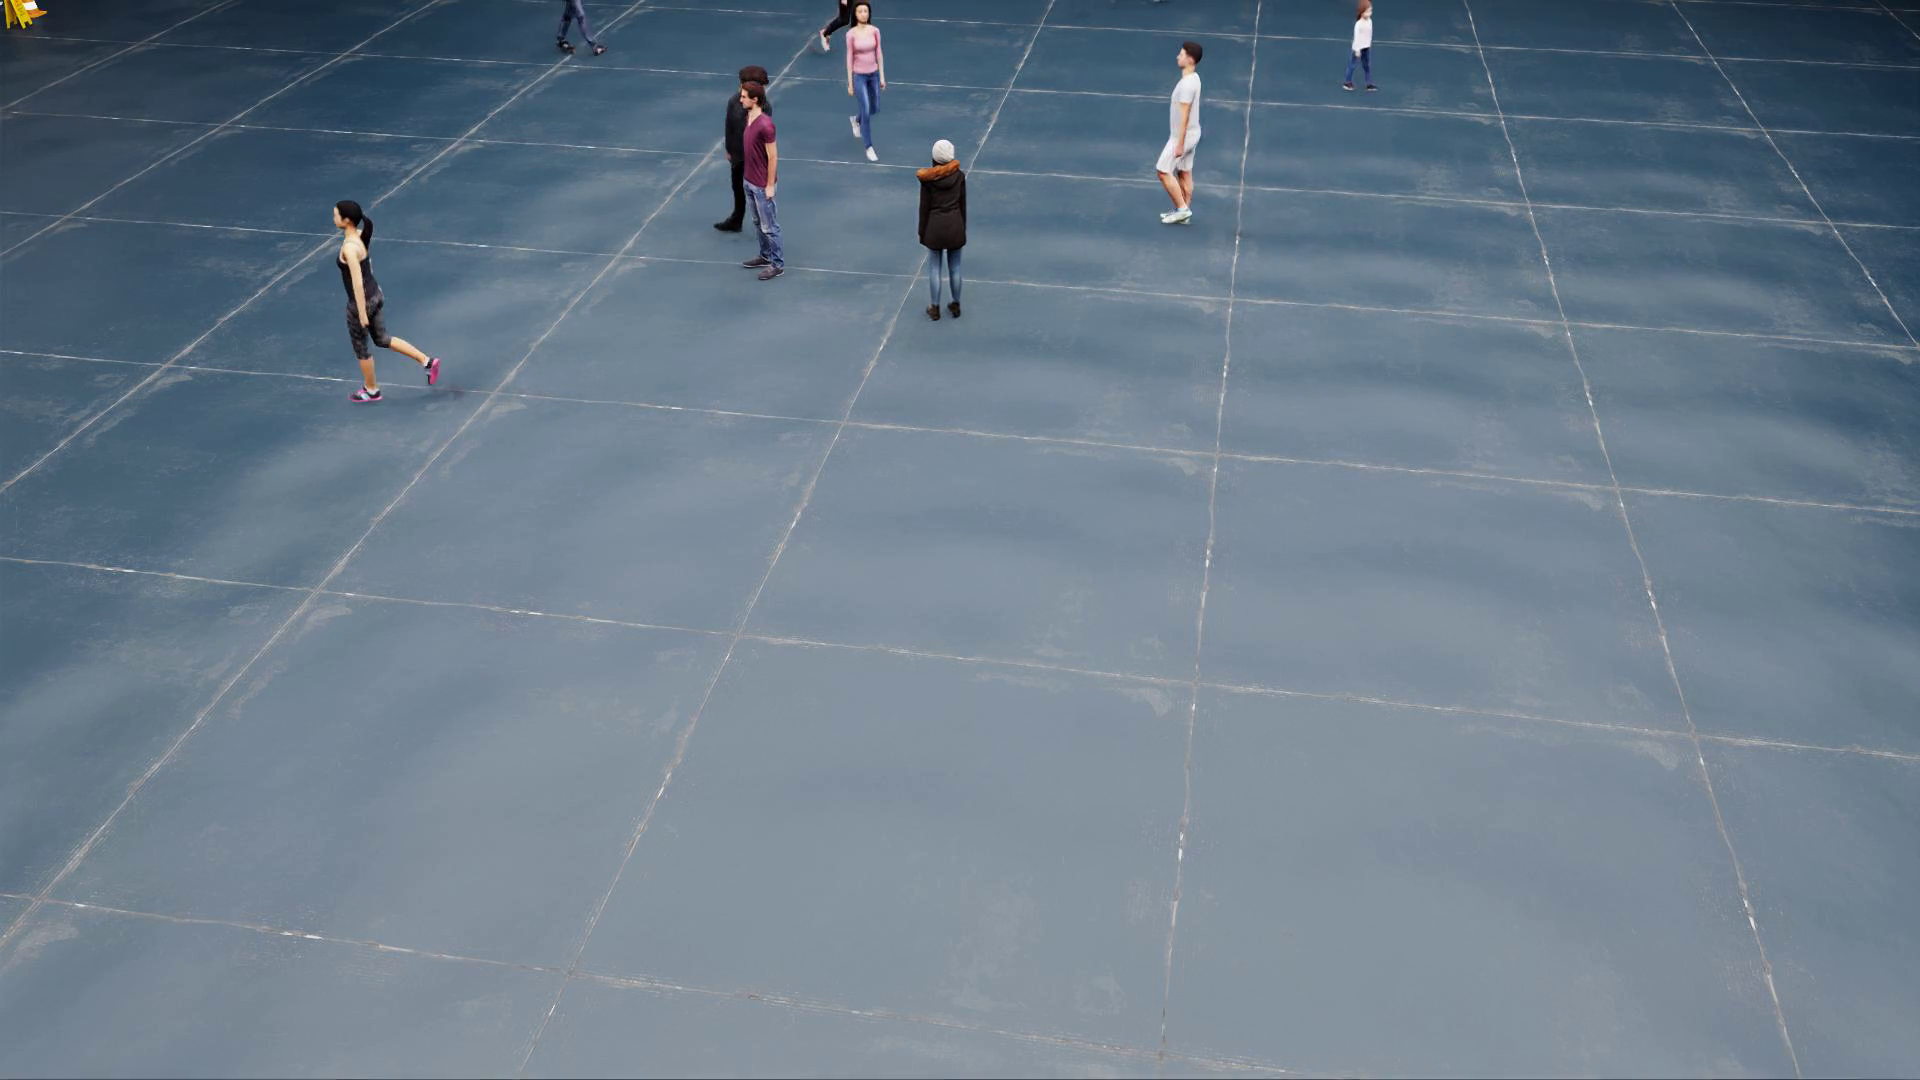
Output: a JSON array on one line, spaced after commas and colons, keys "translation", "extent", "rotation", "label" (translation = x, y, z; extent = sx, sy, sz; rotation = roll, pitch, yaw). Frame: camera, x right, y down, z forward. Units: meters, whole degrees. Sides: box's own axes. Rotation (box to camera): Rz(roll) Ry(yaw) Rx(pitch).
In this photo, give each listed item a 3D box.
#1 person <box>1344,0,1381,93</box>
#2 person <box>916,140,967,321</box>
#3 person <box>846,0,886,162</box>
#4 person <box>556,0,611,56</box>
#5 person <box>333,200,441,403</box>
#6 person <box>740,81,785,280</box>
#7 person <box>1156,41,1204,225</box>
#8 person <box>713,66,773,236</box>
[{"translation": [4.928, -6.125, 20.627], "extent": [0.700, 1.091, 0.773], "rotation": [-22, 38, -31], "label": "person"}, {"translation": [-0.136, -2.761, 14.786], "extent": [0.670, 1.634, 0.771], "rotation": [-8, 33, -12], "label": "person"}, {"translation": [-1.073, -5.150, 18.486], "extent": [0.994, 1.726, 0.990], "rotation": [-15, 35, -22], "label": "person"}, {"translation": [-5.157, -7.276, 21.770], "extent": [1.243, 1.819, 0.873], "rotation": [14, 35, 22], "label": "person"}, {"translation": [-4.660, -1.892, 13.341], "extent": [1.043, 1.705, 0.718], "rotation": [-2, 32, -3], "label": "person"}, {"translation": [-1.861, -3.379, 15.561], "extent": [0.762, 1.851, 0.732], "rotation": [-16, 36, -24], "label": "person"}, {"translation": [2.320, -4.026, 16.588], "extent": [0.664, 1.850, 0.730], "rotation": [9, 33, 14], "label": "person"}, {"translation": [-2.114, -3.816, 16.355], "extent": [0.484, 1.745, 0.912], "rotation": [11, 34, 17], "label": "person"}]
